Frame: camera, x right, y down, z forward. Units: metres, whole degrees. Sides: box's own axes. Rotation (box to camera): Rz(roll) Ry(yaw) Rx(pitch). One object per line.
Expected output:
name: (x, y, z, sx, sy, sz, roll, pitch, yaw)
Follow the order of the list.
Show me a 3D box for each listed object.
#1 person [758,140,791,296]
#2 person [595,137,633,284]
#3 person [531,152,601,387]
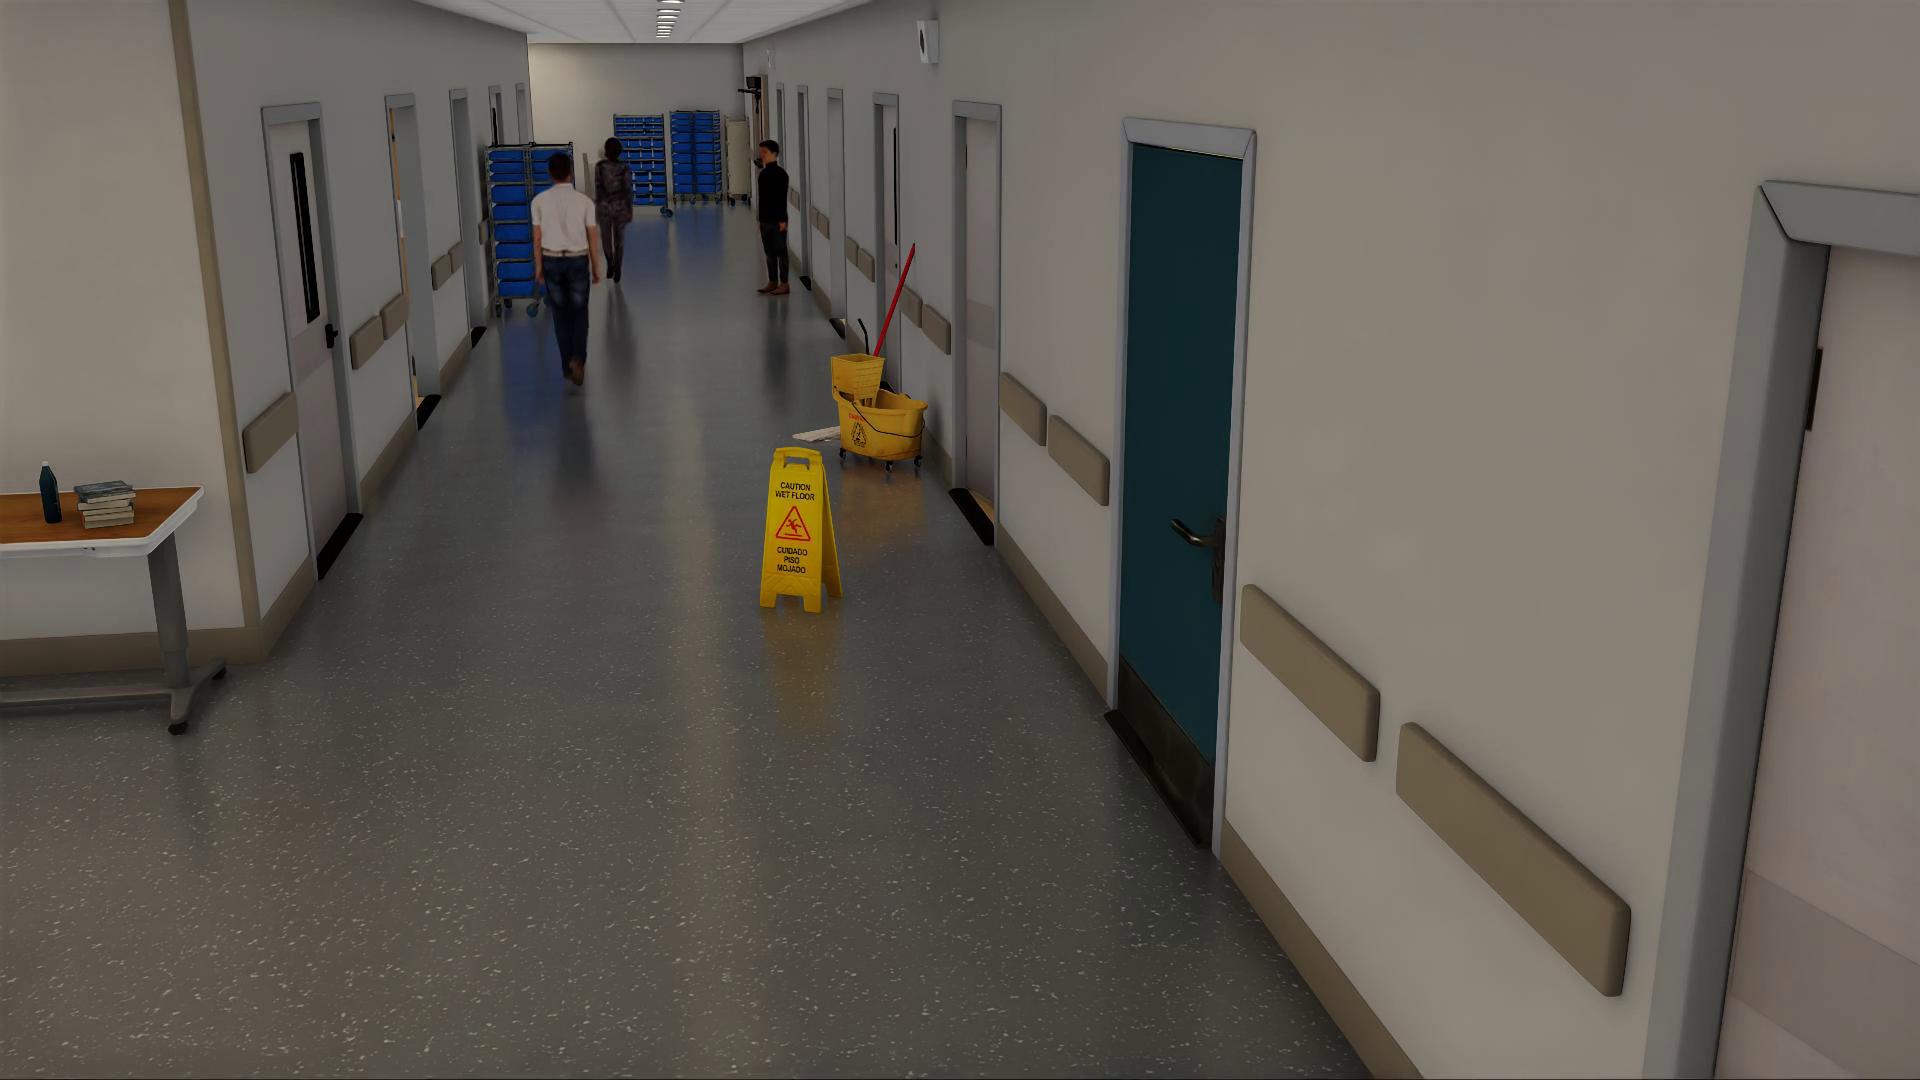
person: (-2.122, -3.681, 18.968, 0.781, 1.723, 0.660, -13, 20, -39)
person: (-4.147, -3.930, 19.879, 0.582, 1.707, 0.616, -3, 16, -10)
person: (-3.162, -2.141, 13.331, 0.666, 1.819, 1.179, -3, 16, -9)
